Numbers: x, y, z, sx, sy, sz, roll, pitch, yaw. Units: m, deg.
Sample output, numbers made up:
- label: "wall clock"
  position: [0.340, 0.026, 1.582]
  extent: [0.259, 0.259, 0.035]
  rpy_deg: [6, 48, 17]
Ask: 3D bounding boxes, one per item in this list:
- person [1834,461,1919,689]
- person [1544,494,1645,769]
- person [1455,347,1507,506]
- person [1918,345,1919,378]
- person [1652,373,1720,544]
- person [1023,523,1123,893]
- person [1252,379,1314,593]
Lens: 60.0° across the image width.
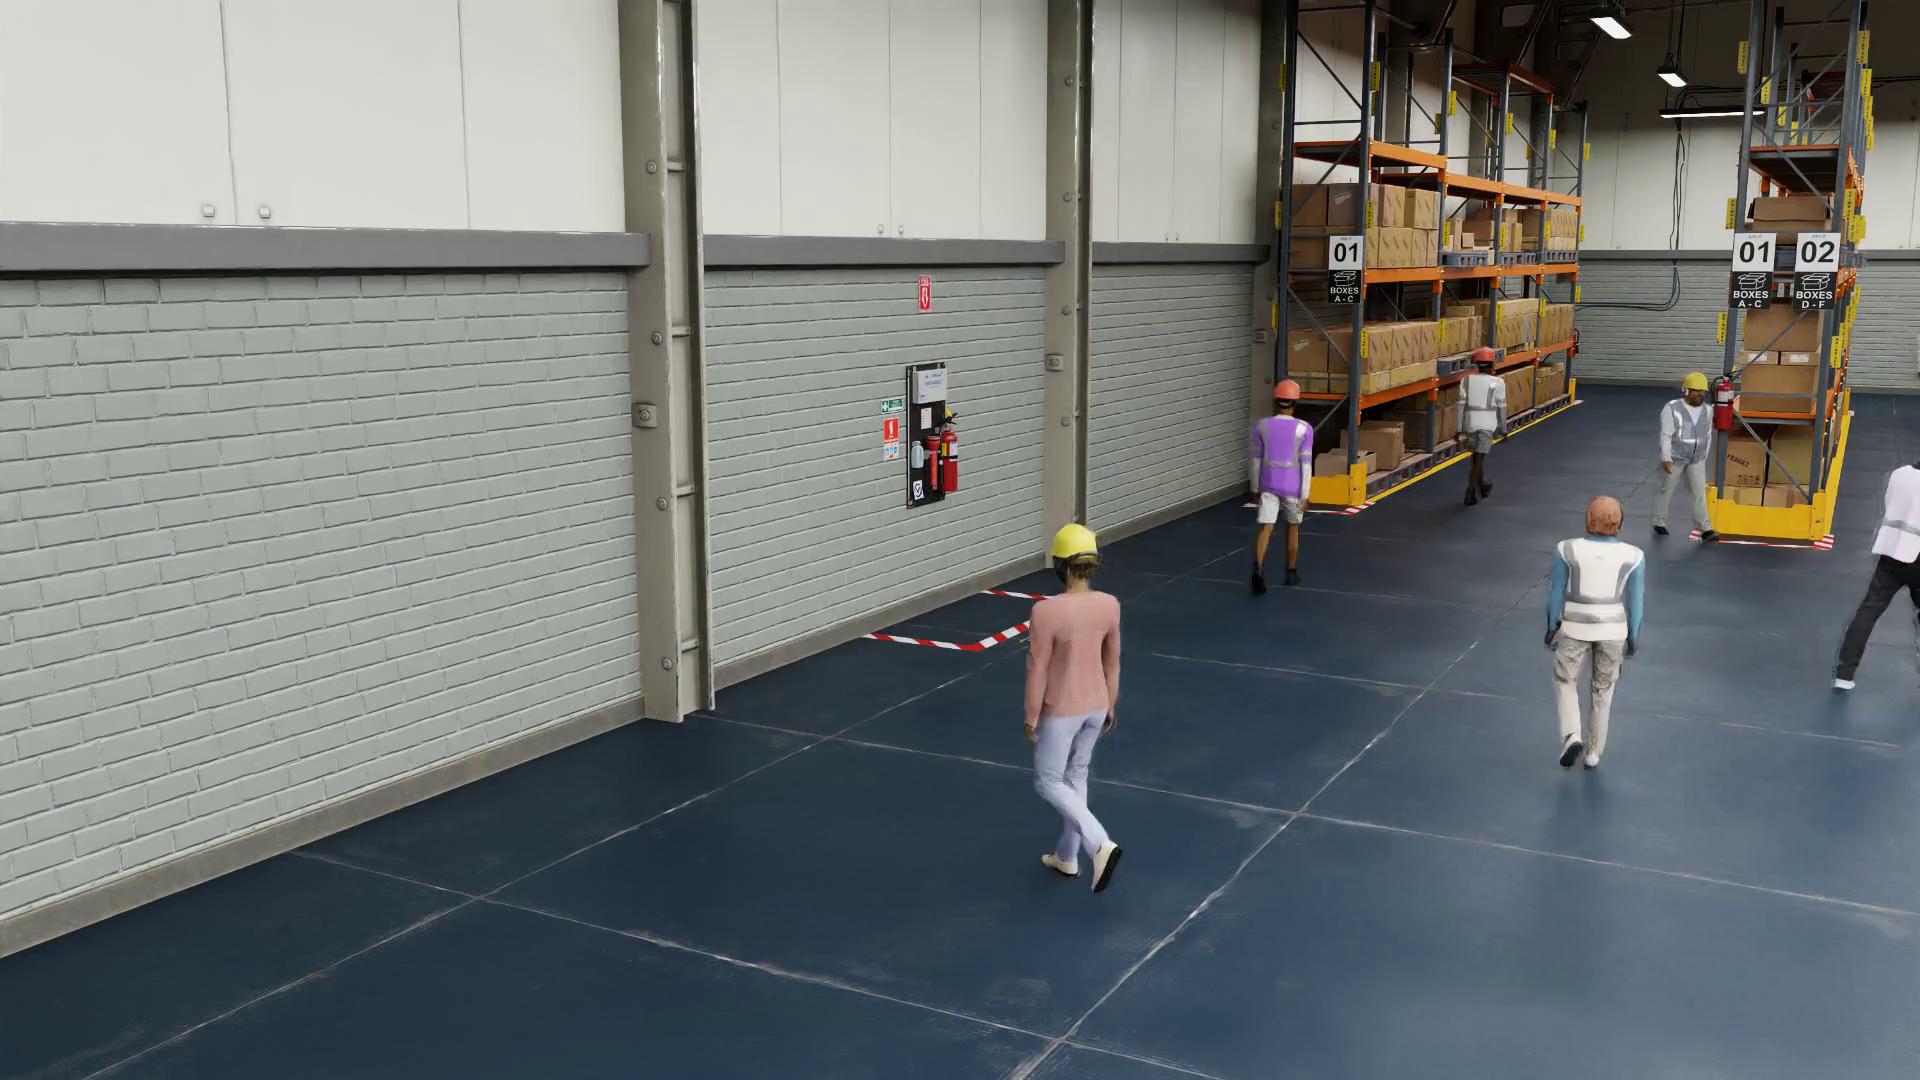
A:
- label: "person"
  position: [6.533, 0.149, 11.366]
  extent: [1.080, 1.837, 0.602]
  rpy_deg: [-3, 10, -15]
- label: "person"
  position: [3.660, 0.551, 9.599]
  extent: [0.538, 1.625, 0.459]
  rpy_deg: [3, 10, 16]
- label: "person"
  position: [6.369, -1.389, 20.198]
  extent: [0.568, 1.886, 0.993]
  rpy_deg: [8, 12, 39]
- label: "person"
  position: [17.403, -3.088, 29.731]
  extent: [0.605, 2.032, 0.537]
  rpy_deg: [0, 10, 2]
- label: "person"
  position: [7.620, -0.859, 17.435]
  extent: [0.608, 1.778, 0.945]
  rpy_deg: [-1, 10, -5]
- label: "person"
  position: [0.568, 0.797, 7.818]
  extent: [0.532, 1.744, 0.620]
  rpy_deg: [-7, 12, -35]
- label: "person"
  position: [2.863, -0.484, 14.865]
  extent: [0.552, 1.910, 0.895]
  rpy_deg: [4, 11, 24]
